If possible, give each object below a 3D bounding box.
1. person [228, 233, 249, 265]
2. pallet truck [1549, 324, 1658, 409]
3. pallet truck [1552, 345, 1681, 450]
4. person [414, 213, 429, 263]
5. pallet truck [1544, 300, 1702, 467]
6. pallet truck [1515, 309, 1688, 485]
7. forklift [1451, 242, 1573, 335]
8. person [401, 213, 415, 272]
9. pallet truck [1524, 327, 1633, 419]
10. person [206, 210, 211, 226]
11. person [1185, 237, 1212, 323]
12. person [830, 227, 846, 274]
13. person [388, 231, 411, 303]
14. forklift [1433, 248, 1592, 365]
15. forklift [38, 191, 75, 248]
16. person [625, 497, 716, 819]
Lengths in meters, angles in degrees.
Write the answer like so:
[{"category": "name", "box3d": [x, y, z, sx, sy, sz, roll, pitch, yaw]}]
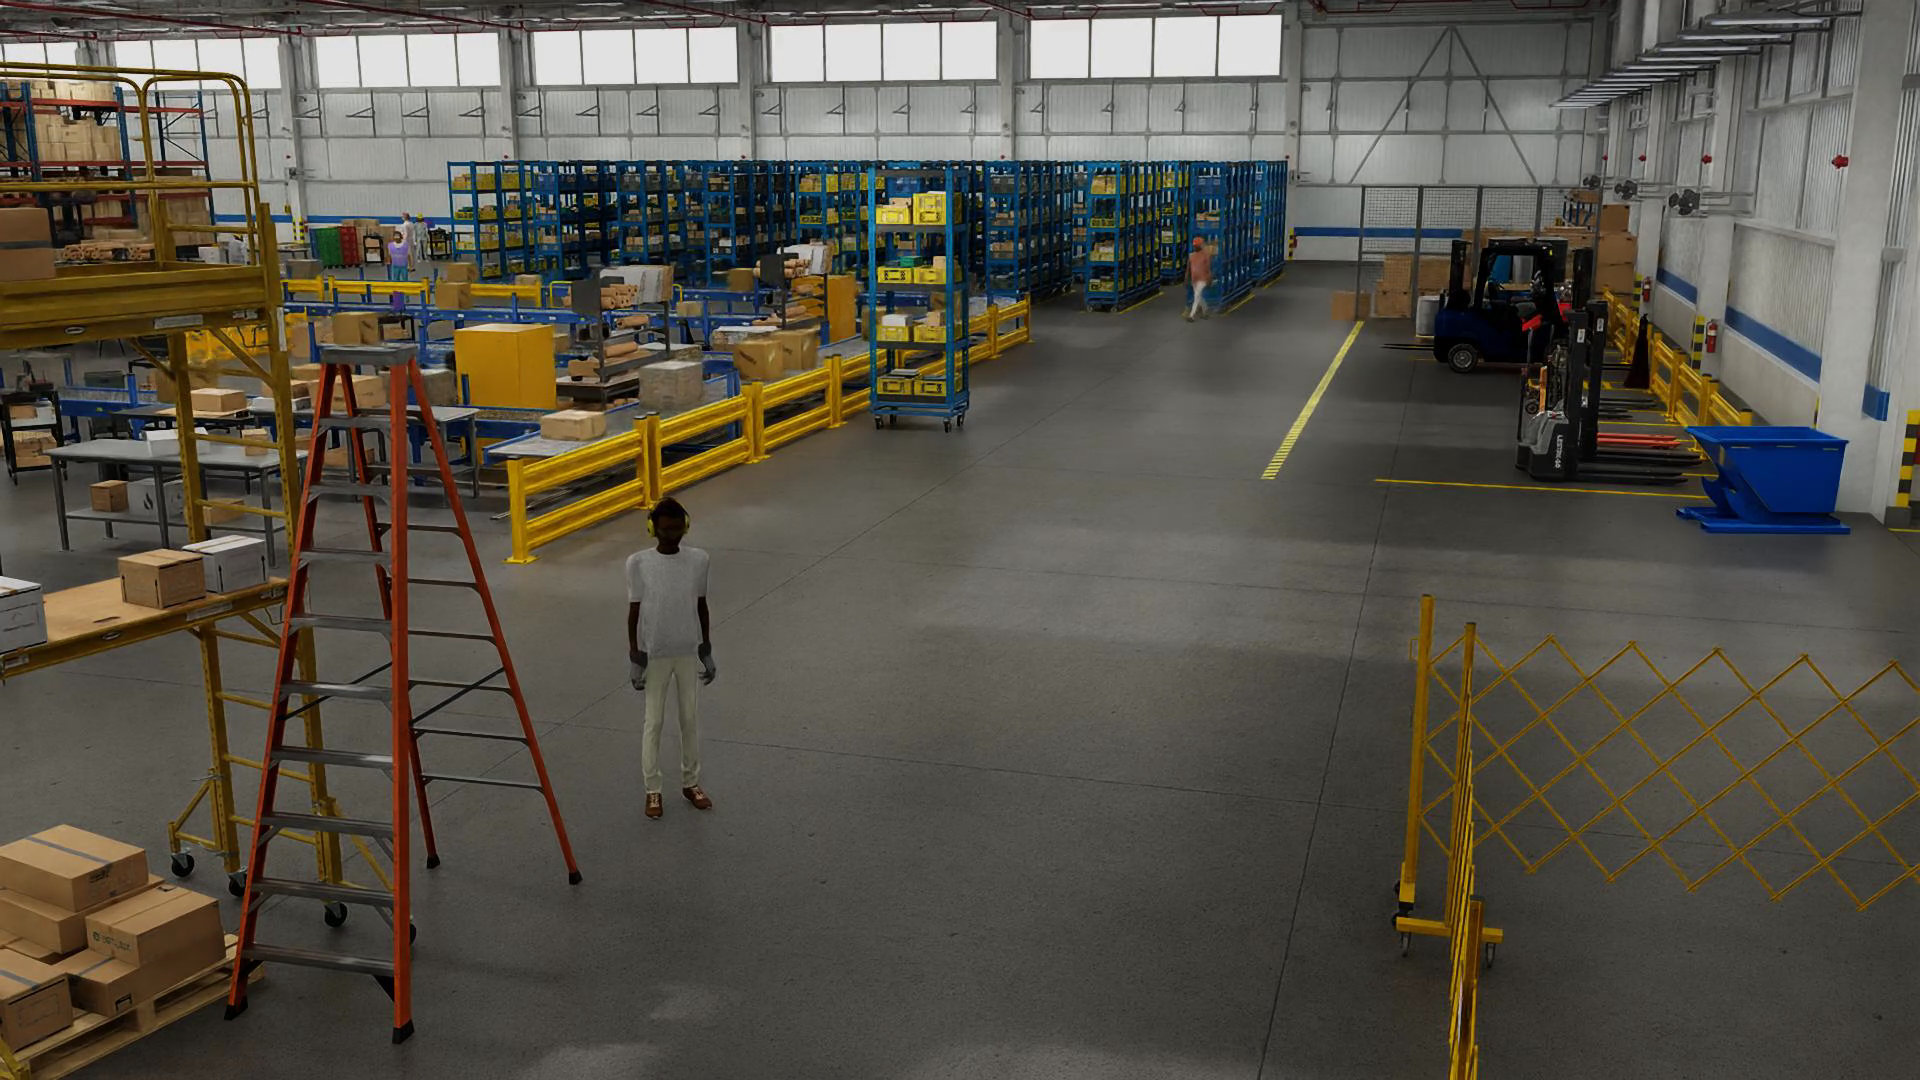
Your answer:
[{"category": "person", "box3d": [-19.194, -7.367, 44.384, 0.600, 1.829, 0.404, 6, 14, 24]}, {"category": "pallet truck", "box3d": [9.824, -2.669, 25.407, 1.601, 1.201, 0.680, 4, 14, 16]}, {"category": "pallet truck", "box3d": [8.641, -1.896, 21.908, 1.630, 1.274, 0.653, 4, 14, 16]}, {"category": "person", "box3d": [-19.148, -10.731, 59.131, 0.485, 1.734, 0.346, -8, 15, -32]}, {"category": "pallet truck", "box3d": [8.263, -1.952, 20.631, 1.885, 1.965, 0.823, 5, 14, 20]}, {"category": "pallet truck", "box3d": [7.554, -1.677, 19.446, 1.885, 1.965, 0.823, 3, 13, 14]}, {"category": "forklift", "box3d": [10.464, -4.597, 31.405, 2.680, 1.987, 1.157, 4, 14, 16]}, {"category": "person", "box3d": [-18.153, -9.780, 54.644, 0.409, 1.909, 0.641, 0, 13, 1]}, {"category": "pallet truck", "box3d": [9.065, -2.460, 24.370, 1.522, 1.261, 0.704, 3, 13, 14]}, {"category": "person", "box3d": [-28.760, -11.717, 63.392, 0.778, 1.719, 0.596, 4, 14, 17]}, {"category": "person", "box3d": [5.500, -5.980, 38.141, 0.631, 1.958, 0.976, 13, 18, 43]}, {"category": "person", "box3d": [-3.451, -7.897, 46.716, 0.632, 1.803, 0.732, 4, 14, 15]}, {"category": "person", "box3d": [-14.497, -7.076, 43.090, 0.563, 1.848, 0.390, -1, 13, -4]}, {"category": "forklift", "box3d": [9.780, -4.111, 29.280, 2.680, 1.987, 1.157, 3, 13, 14]}, {"category": "forklift", "box3d": [-26.481, -8.943, 48.903, 1.873, 2.768, 1.129, 4, 14, 15]}, {"category": "person", "box3d": [-1.661, 0.670, 9.585, 0.512, 1.873, 0.328, -6, 14, -26]}]
